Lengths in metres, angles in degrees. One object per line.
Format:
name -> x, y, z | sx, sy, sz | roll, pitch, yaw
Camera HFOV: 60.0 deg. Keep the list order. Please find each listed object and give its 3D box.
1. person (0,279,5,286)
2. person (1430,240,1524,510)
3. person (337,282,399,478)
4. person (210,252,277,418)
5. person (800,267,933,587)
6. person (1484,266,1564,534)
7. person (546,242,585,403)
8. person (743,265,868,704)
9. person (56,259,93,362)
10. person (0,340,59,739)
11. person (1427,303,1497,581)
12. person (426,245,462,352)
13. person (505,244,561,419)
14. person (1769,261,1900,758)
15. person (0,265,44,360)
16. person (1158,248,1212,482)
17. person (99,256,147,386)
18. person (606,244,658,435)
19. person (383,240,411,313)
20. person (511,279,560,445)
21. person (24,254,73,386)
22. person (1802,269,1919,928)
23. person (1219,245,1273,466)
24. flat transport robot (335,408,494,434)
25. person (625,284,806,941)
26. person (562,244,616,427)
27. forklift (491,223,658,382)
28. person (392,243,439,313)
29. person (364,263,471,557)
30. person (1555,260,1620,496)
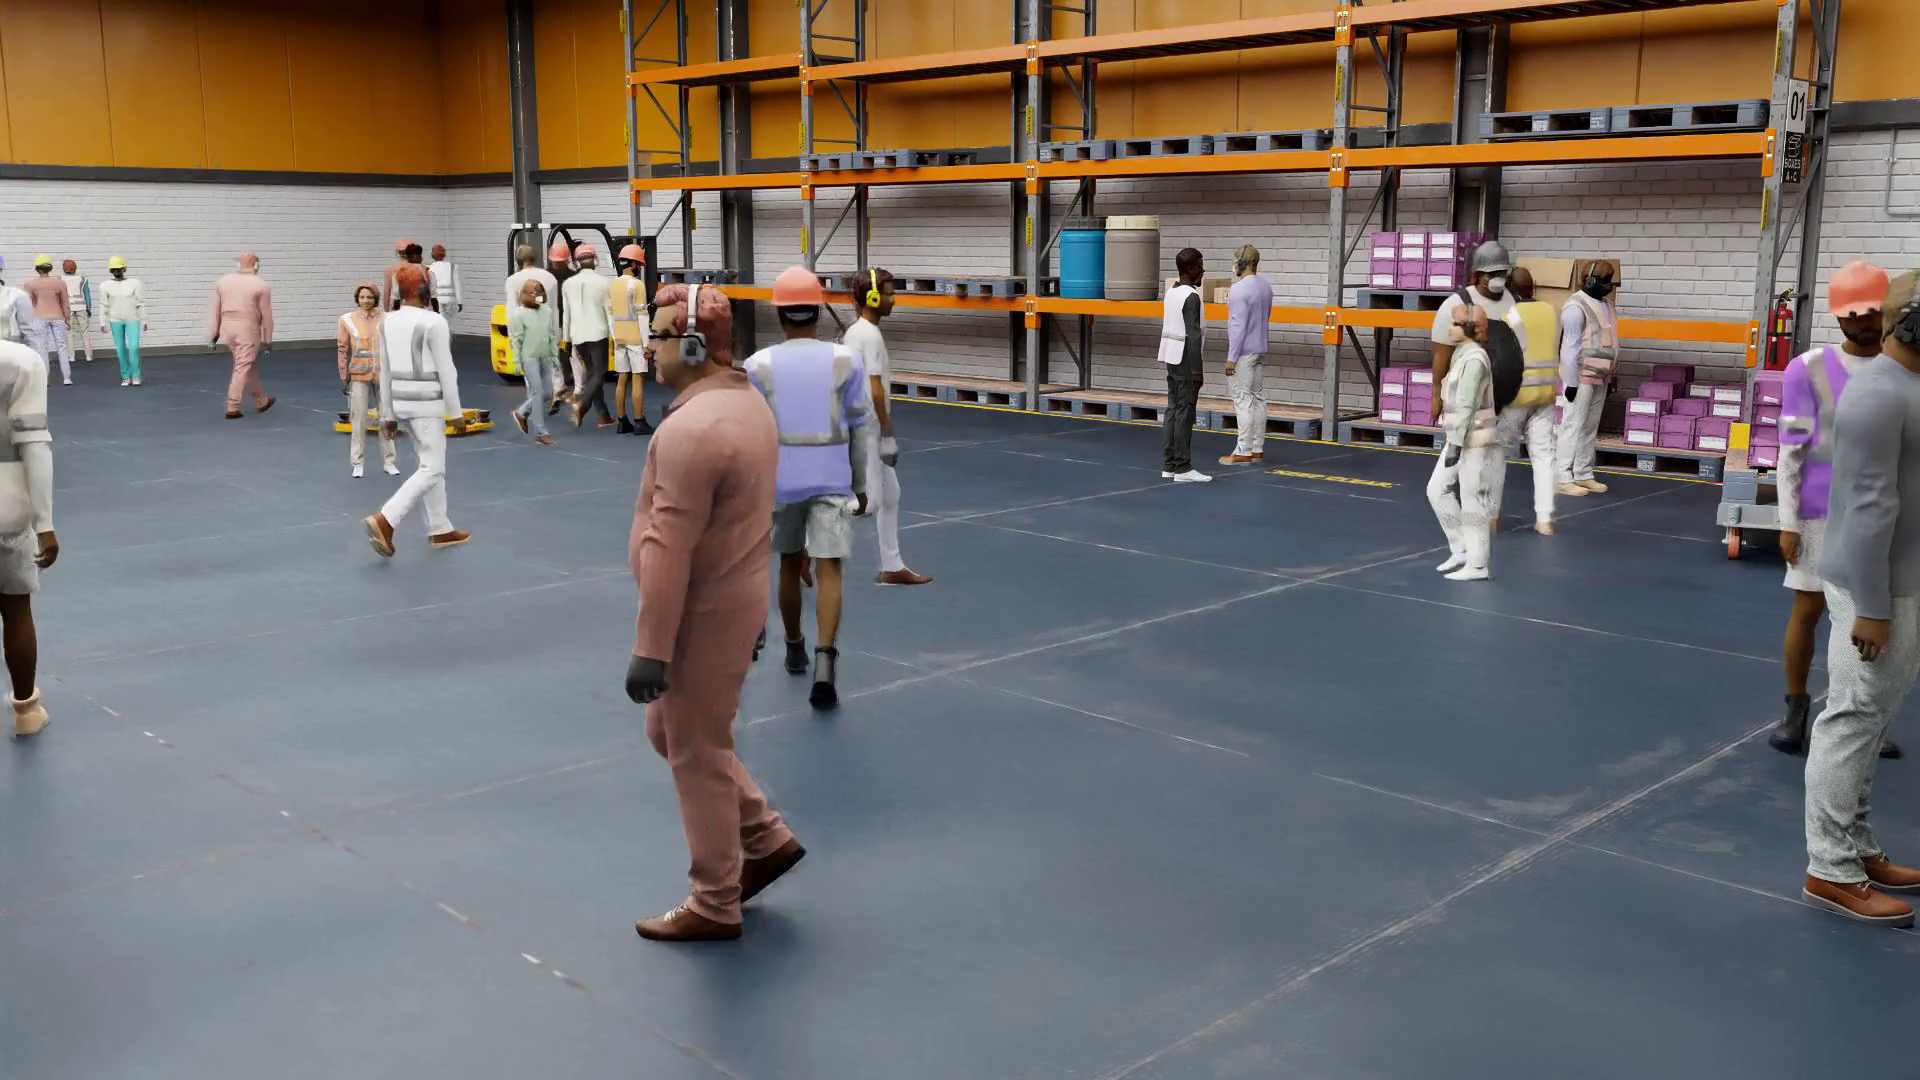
person -> -8.560, -1.510, 14.802 | 0.534, 1.667, 0.841 | 0, 10, 0
person -> 3.516, -1.068, 11.370 | 0.698, 2.000, 0.766 | -4, 11, -20
person -> -4.946, -1.345, 13.979 | 0.521, 1.636, 0.311 | -6, 12, -30
person -> -8.028, -2.301, 18.683 | 0.721, 1.826, 1.030 | 3, 11, 15
person -> -0.570, -0.620, 9.463 | 0.785, 1.851, 0.517 | -2, 11, -8
person -> 3.811, -0.947, 11.360 | 0.635, 1.815, 0.603 | -5, 11, -23
person -> -4.739, -2.587, 19.948 | 0.645, 1.932, 0.666 | 5, 11, 24
person -> -0.679, -0.253, 7.325 | 0.544, 1.900, 0.954 | -1, 10, -3
person -> -14.154, -3.653, 26.559 | 0.515, 1.640, 0.315 | -7, 13, -34
person -> -3.763, -0.115, 6.297 | 0.622, 2.003, 1.026 | -3, 11, -18
person -> 2.945, -0.560, 9.709 | 0.419, 1.627, 0.512 | 2, 11, 9
person -> -8.670, -3.969, 27.698 | 0.615, 1.844, 0.912 | -7, 12, -32
person -> -4.689, -2.273, 18.260 | 0.455, 1.920, 0.645 | 9, 14, 42
person -> 3.467, -0.105, 6.465 | 0.584, 1.918, 0.381 | 1, 10, 3
person -> -7.839, -1.387, 13.423 | 0.652, 1.918, 0.836 | 1, 10, 8
person -> 1.848, -1.443, 13.746 | 0.391, 1.920, 0.593 | -3, 11, -14
person -> -11.181, -2.906, 22.194 | 0.560, 1.741, 0.700 | -3, 11, -18
person -> -3.327, -2.028, 16.912 | 0.543, 1.928, 0.371 | 8, 13, 37
person -> -8.138, -3.417, 24.443 | 0.642, 1.937, 1.008 | -5, 11, -23
person -> -4.178, -1.738, 16.192 | 0.576, 1.609, 0.512 | 6, 12, 31
person -> -12.259, -2.949, 22.373 | 0.534, 1.767, 0.318 | -7, 12, -33
person -> 2.773, 0.157, 4.972 | 0.372, 1.938, 0.630 | 8, 13, 38
person -> 2.525, -1.623, 14.670 | 0.355, 1.938, 0.637 | 7, 13, 35
flat transport robot -> -5.607, -1.234, 17.101 | 1.431, 0.197, 0.652 | 2, 11, 12
person -> -0.744, 0.229, 4.716 | 0.443, 1.890, 0.646 | 1, 10, 3
person -> -3.887, -2.111, 17.358 | 0.655, 1.943, 0.851 | 3, 11, 18
forklift -> -5.316, -3.263, 22.920 | 2.313, 2.155, 1.214 | -10, 14, -44
person -> -7.215, -2.961, 22.030 | 0.983, 1.926, 0.614 | 9, 13, 39
person -> -3.461, -0.816, 10.514 | 0.579, 1.857, 0.828 | 7, 13, 34
person -> 4.909, -1.260, 13.000 | 0.618, 1.836, 0.431 | -10, 14, -43
